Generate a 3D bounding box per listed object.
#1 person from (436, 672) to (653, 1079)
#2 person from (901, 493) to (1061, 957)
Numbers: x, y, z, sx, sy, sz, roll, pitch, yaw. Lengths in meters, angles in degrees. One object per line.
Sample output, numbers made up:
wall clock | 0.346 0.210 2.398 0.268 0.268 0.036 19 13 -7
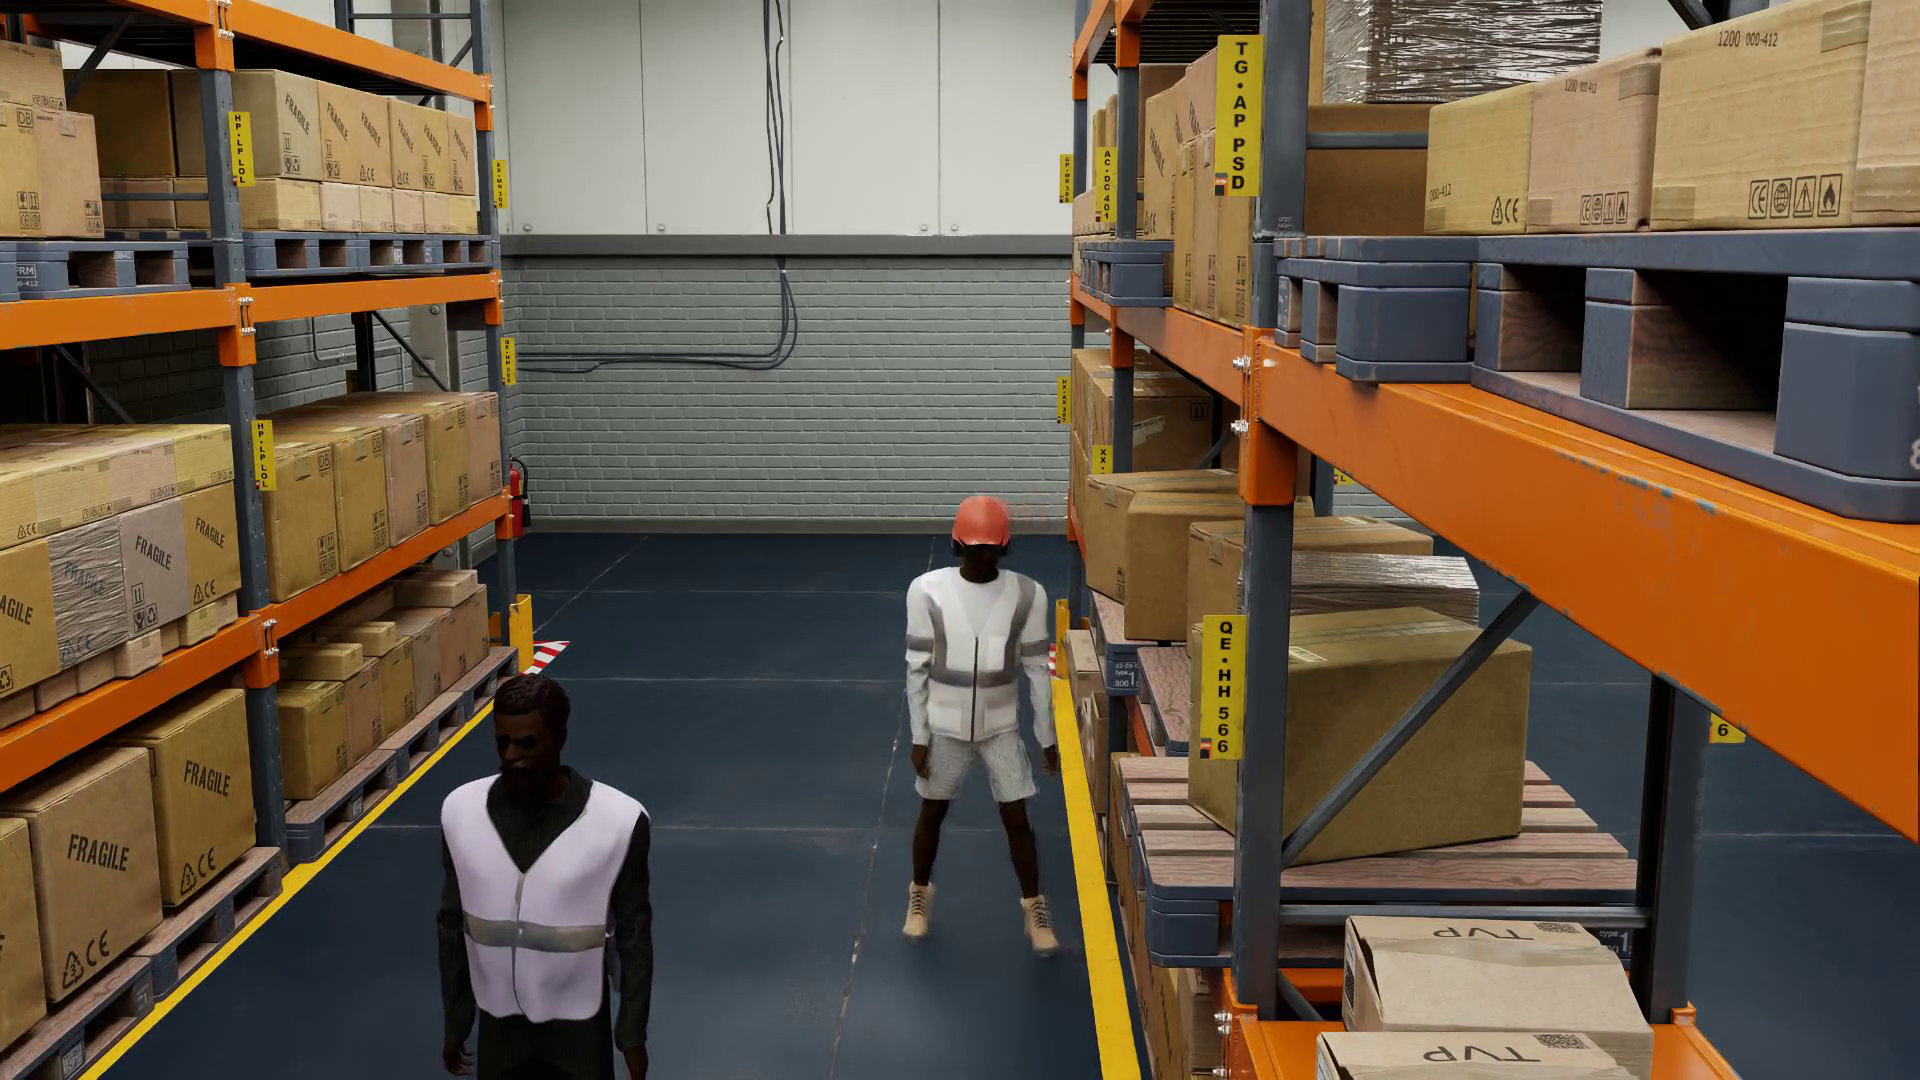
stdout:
person | -1.119 1.287 4.516 0.587 1.920 0.392 1 10 6
person | 0.085 0.782 7.138 0.643 2.029 0.454 0 10 -3
